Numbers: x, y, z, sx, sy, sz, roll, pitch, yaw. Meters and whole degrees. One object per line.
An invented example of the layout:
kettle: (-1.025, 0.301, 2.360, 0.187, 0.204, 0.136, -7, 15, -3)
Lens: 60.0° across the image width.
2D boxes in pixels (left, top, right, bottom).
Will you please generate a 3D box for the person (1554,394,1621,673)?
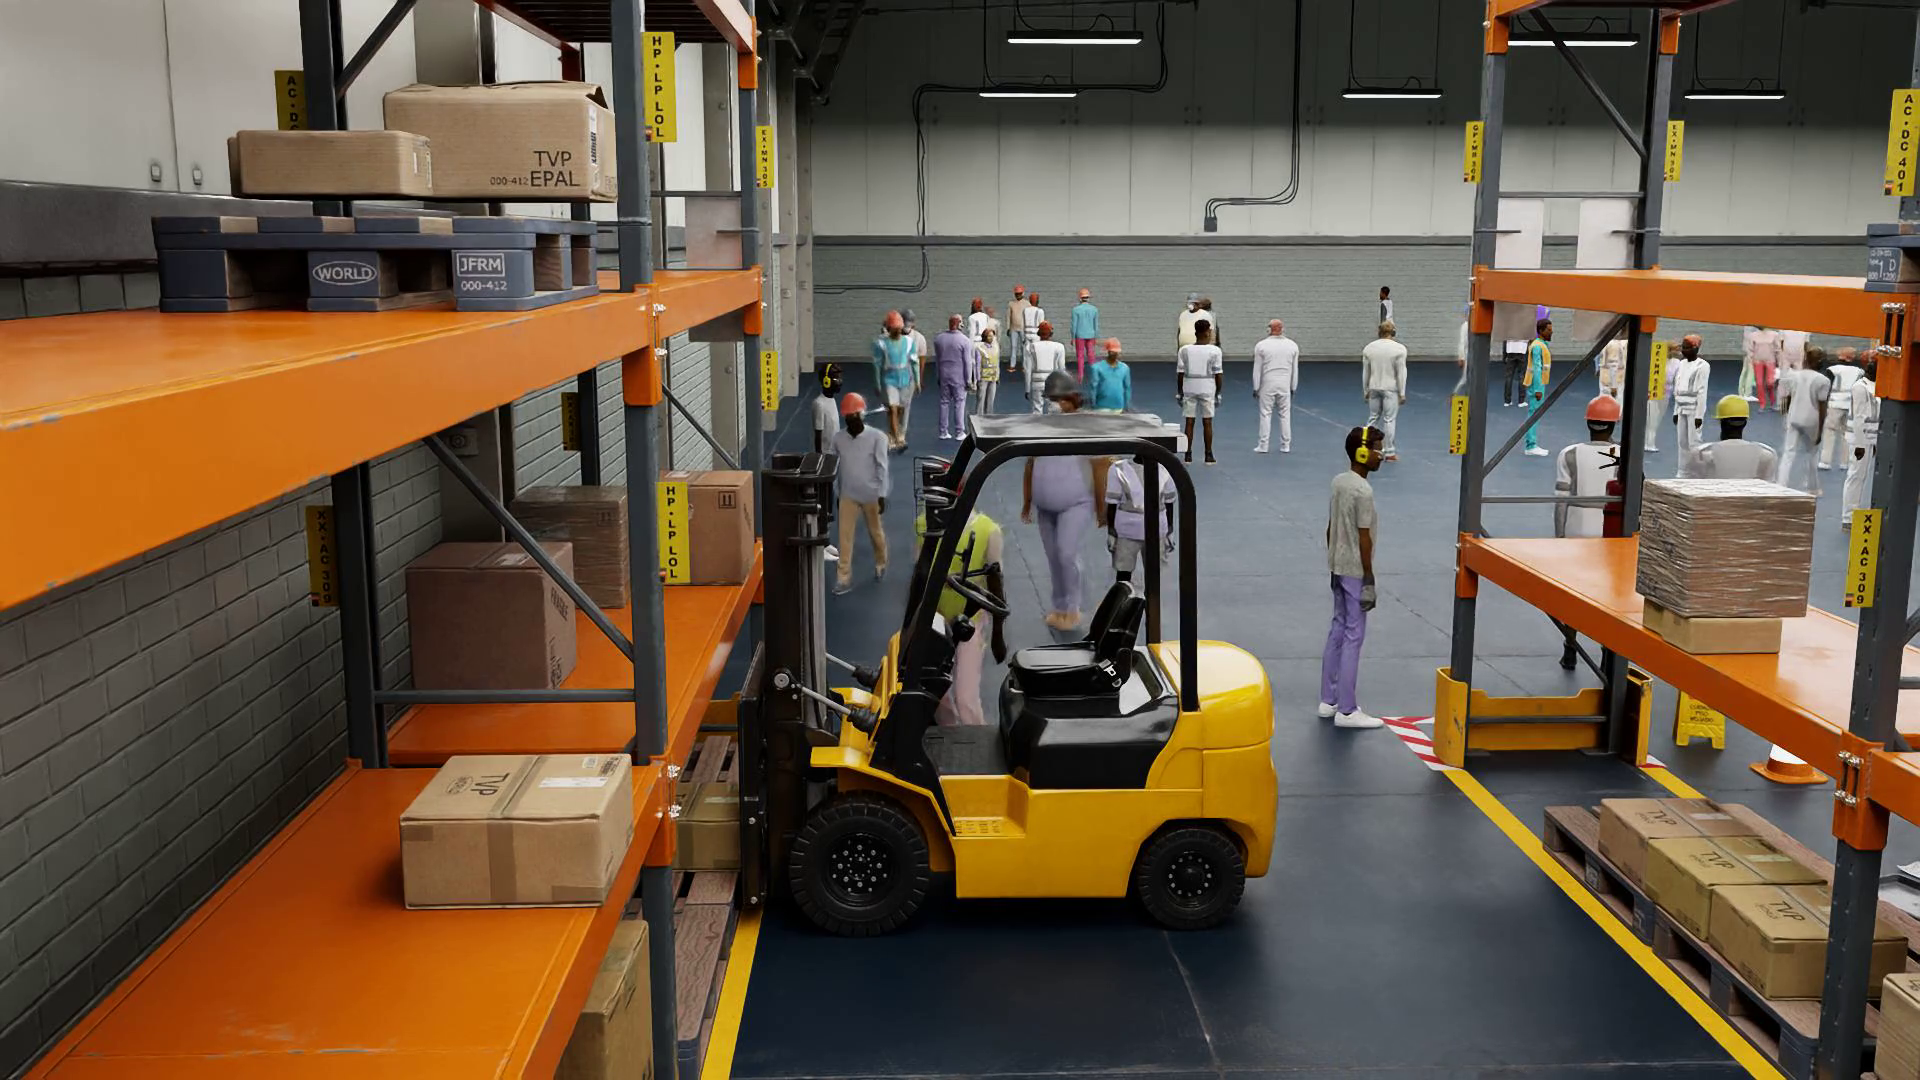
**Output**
person: (4.420, -0.044, 11.589, 0.545, 1.939, 0.373, 5, 11, 27)

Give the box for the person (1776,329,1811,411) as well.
person: (14.663, -3.175, 29.294, 0.508, 1.846, 0.345, 4, 11, 20)

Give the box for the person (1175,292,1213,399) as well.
person: (4.392, -3.675, 31.531, 0.689, 2.000, 0.539, 7, 13, 36)

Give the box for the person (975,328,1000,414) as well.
person: (0.428, -2.510, 26.162, 0.312, 1.639, 0.520, 10, 14, 43)

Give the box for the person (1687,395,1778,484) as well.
person: (5.438, -0.069, 11.807, 0.588, 1.916, 0.406, 3, 10, 14)

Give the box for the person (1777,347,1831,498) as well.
person: (9.707, -1.321, 19.108, 0.948, 1.796, 0.521, -9, 13, -41)

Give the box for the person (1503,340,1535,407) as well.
person: (10.157, -3.377, 30.257, 0.585, 1.911, 0.391, 6, 12, 29)

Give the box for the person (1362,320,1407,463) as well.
person: (5.757, -2.015, 22.604, 0.631, 1.932, 0.363, 9, 14, 42)

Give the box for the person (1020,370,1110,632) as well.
person: (0.747, -0.309, 12.782, 0.706, 2.000, 0.624, 9, 14, 41)

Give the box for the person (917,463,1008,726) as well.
person: (-0.006, 0.469, 9.094, 0.579, 1.810, 0.611, 8, 13, 37)

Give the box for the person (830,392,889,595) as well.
person: (-0.847, -0.428, 14.355, 0.563, 1.714, 0.874, 3, 11, 17)

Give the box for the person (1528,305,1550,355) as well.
person: (12.347, -4.391, 35.732, 0.607, 1.966, 0.367, -3, 11, -17)

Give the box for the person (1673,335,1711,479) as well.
person: (8.849, -1.549, 20.164, 0.355, 1.877, 0.574, -1, 10, -7)

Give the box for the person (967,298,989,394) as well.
person: (0.342, -3.794, 32.638, 0.354, 1.883, 0.573, 8, 13, 38)

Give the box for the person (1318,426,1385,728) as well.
person: (2.438, 0.223, 10.306, 0.315, 1.865, 0.526, -2, 10, -10)

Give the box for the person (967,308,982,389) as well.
person: (0.312, -3.865, 33.544, 0.318, 1.700, 0.535, -8, 13, -36)

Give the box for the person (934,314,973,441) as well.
person: (-0.074, -2.446, 25.098, 0.645, 1.900, 0.399, 6, 12, 31)

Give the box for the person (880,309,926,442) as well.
person: (-0.883, -2.506, 25.023, 0.745, 2.000, 0.728, 1, 10, 5)

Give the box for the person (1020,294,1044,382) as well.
person: (1.564, -4.309, 35.501, 0.584, 1.882, 0.337, 7, 12, 35)

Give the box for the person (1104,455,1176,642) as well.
person: (1.327, -0.038, 12.220, 0.541, 1.698, 0.316, -1, 10, -8)

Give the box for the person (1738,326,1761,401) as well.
person: (14.907, -3.543, 31.305, 0.327, 1.863, 0.511, -1, 10, -5)

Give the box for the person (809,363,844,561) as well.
person: (-1.248, -0.732, 15.653, 0.328, 1.861, 0.510, 2, 10, 10)

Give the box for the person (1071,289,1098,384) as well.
person: (2.613, -4.290, 35.084, 0.612, 1.995, 0.393, -4, 11, -21)

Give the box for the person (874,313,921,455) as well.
person: (-0.877, -2.206, 23.529, 0.615, 1.972, 1.086, -4, 11, -22)

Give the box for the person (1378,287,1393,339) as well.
person: (10.167, -5.099, 39.809, 0.392, 1.920, 0.593, 5, 11, 26)

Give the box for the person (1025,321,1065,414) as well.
person: (1.195, -2.127, 23.347, 0.572, 1.883, 0.354, 0, 10, 1)

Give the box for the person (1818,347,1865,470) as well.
person: (11.528, -1.720, 21.839, 0.660, 1.611, 0.388, 0, 10, -2)

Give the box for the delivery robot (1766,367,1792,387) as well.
delivery robot: (16.531, -3.310, 33.381, 0.477, 0.478, 0.707, -1, 10, -6)

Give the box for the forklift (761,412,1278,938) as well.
forklift: (0.291, 0.548, 7.580, 2.313, 2.155, 1.214, 0, 10, -2)

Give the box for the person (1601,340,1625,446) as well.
person: (9.532, -2.297, 24.198, 0.391, 1.923, 0.549, 4, 11, 20)

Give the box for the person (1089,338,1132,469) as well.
person: (1.982, -1.770, 21.738, 0.586, 1.739, 0.372, -4, 11, -22)

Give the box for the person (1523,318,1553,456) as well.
person: (8.130, -2.154, 23.399, 0.392, 1.920, 0.593, 4, 11, 21)

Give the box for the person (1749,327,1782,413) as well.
person: (14.110, -3.090, 29.146, 0.571, 1.730, 0.343, 9, 13, 41)

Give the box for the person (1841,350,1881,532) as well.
person: (9.324, -1.013, 17.138, 0.353, 1.884, 0.577, 8, 13, 38)

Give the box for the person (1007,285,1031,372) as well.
person: (1.359, -4.860, 38.262, 0.609, 1.995, 0.378, 3, 11, 18)

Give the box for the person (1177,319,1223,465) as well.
person: (3.214, -1.982, 22.310, 0.613, 1.963, 0.361, 3, 11, 18)

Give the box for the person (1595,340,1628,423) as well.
person: (10.817, -2.853, 27.545, 0.593, 1.828, 0.403, 8, 13, 37)

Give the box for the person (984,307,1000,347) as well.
person: (0.620, -4.161, 35.477, 0.512, 1.599, 0.851, -2, 10, -11)

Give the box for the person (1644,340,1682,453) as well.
person: (9.941, -2.028, 23.575, 0.574, 1.592, 0.642, -1, 10, -4)

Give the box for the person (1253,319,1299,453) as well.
person: (4.477, -2.183, 23.653, 0.661, 1.895, 0.404, -2, 10, -9)
